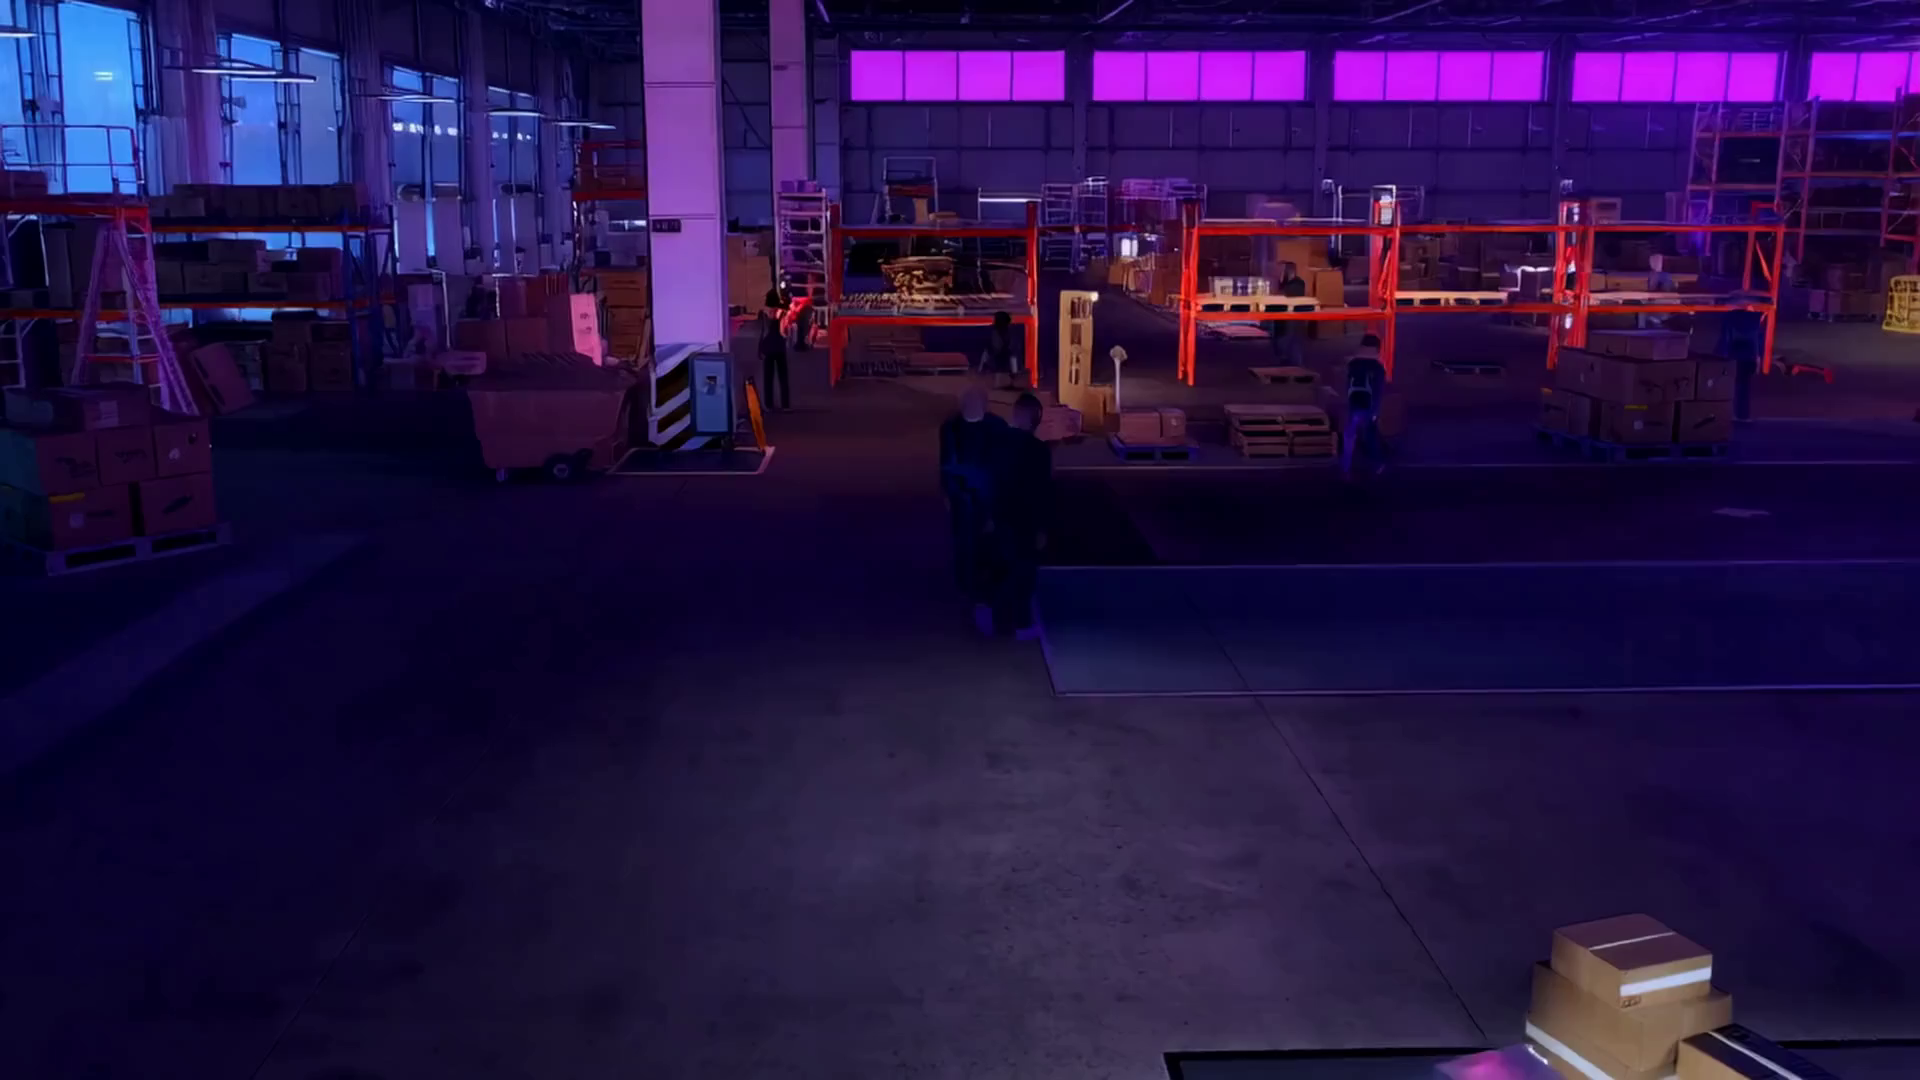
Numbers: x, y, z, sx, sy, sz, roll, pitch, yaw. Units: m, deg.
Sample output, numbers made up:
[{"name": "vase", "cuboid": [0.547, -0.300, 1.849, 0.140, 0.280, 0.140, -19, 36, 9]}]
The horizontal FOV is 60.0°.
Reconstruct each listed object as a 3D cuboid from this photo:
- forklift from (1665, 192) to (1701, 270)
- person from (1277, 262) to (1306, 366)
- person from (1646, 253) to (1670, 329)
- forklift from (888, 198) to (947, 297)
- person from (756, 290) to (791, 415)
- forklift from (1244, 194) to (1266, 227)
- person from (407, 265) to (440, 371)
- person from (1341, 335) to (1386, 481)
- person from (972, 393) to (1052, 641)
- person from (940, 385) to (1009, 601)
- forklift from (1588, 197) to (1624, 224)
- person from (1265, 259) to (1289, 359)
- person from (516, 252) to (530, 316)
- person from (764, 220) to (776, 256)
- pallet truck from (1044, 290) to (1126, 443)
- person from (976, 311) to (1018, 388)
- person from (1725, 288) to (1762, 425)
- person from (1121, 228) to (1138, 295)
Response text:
[{"name": "forklift", "cuboid": [25.853, -11.209, 60.328, 1.873, 2.768, 1.129, 0, 12, -2]}, {"name": "person", "cuboid": [6.137, -4.164, 30.727, 0.553, 1.911, 0.704, -5, 13, -22]}, {"name": "person", "cuboid": [13.966, -4.749, 33.262, 0.488, 1.952, 0.628, -2, 13, -8]}, {"name": "forklift", "cuboid": [-1.084, -8.174, 46.624, 1.873, 2.768, 1.129, 0, 12, -2]}, {"name": "person", "cuboid": [-2.743, -2.765, 24.568, 0.506, 1.842, 0.348, -2, 13, -9]}, {"name": "forklift", "cuboid": [9.686, -9.998, 54.863, 1.873, 2.768, 1.129, 10, 16, 37]}, {"name": "person", "cuboid": [-9.415, -3.852, 29.256, 0.547, 1.939, 0.376, 0, 12, -1]}, {"name": "person", "cuboid": [4.714, -1.544, 19.381, 0.503, 1.693, 0.903, 9, 15, 34]}, {"name": "person", "cuboid": [0.412, -0.151, 12.586, 0.636, 1.918, 0.552, 11, 17, 42]}, {"name": "person", "cuboid": [0.141, -0.428, 14.132, 0.638, 1.795, 0.965, 1, 13, 5]}, {"name": "forklift", "cuboid": [19.065, -8.774, 49.333, 1.129, 2.768, 1.873, 0, 12, -2]}, {"name": "person", "cuboid": [6.108, -4.406, 31.818, 0.606, 1.901, 0.646, 11, 16, 40]}, {"name": "person", "cuboid": [-10.699, -6.239, 40.736, 0.314, 1.634, 0.515, -7, 14, -30]}, {"name": "person", "cuboid": [-6.668, -10.373, 58.880, 0.605, 1.860, 0.467, -11, 17, -40]}, {"name": "pallet truck", "cuboid": [1.257, -2.299, 22.111, 1.885, 1.965, 0.823, -9, 15, -35]}, {"name": "person", "cuboid": [0.483, -2.329, 22.991, 0.829, 1.656, 0.554, -9, 15, -35]}, {"name": "person", "cuboid": [11.146, -2.606, 23.660, 0.366, 1.927, 0.585, -5, 13, -21]}, {"name": "person", "cuboid": [4.961, -8.130, 48.575, 0.548, 1.937, 0.366, 11, 16, 40]}]
